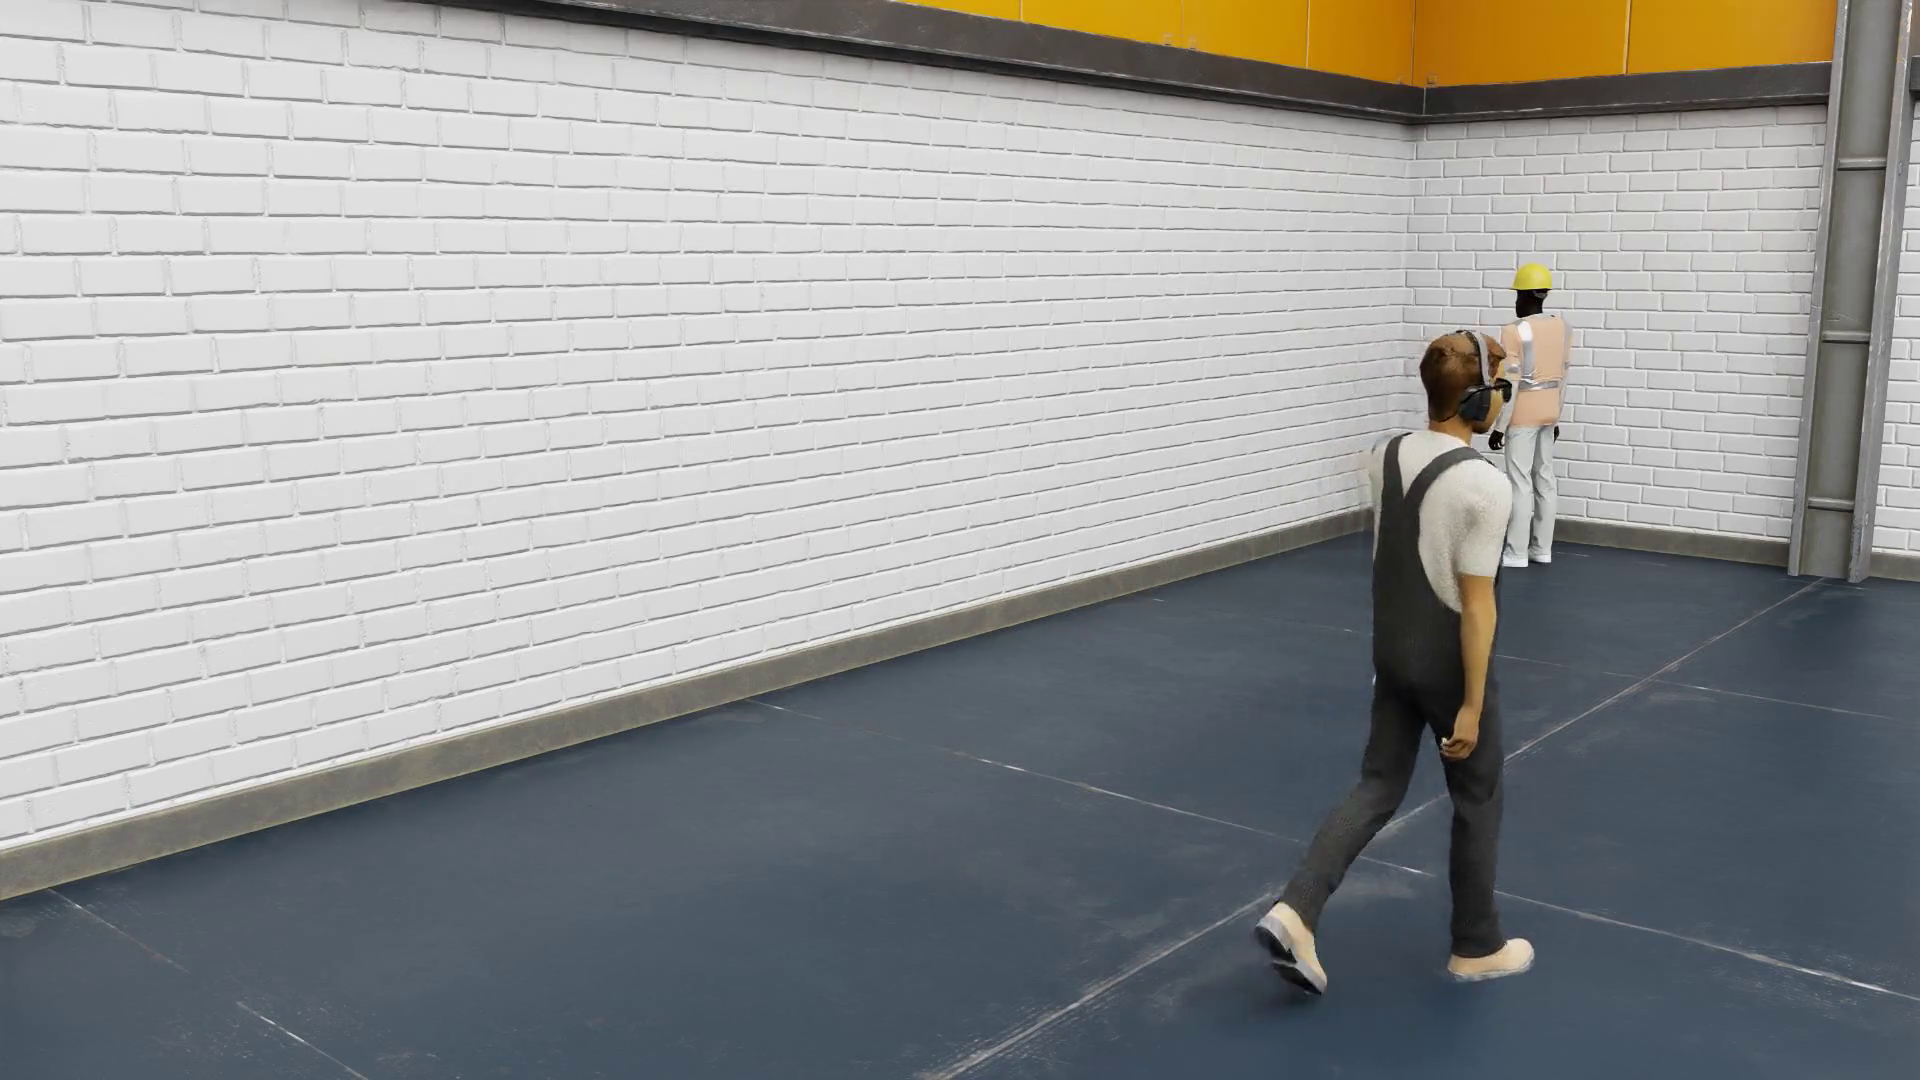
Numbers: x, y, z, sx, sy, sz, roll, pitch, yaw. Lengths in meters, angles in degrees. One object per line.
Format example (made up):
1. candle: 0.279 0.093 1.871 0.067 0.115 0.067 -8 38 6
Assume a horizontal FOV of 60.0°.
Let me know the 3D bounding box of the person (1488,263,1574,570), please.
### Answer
1. person: 3.583 -0.774 10.509 0.586 1.928 0.369 -6 12 -31

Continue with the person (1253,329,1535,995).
1. person: 1.201 0.350 4.426 0.837 1.822 0.520 -5 11 -28
